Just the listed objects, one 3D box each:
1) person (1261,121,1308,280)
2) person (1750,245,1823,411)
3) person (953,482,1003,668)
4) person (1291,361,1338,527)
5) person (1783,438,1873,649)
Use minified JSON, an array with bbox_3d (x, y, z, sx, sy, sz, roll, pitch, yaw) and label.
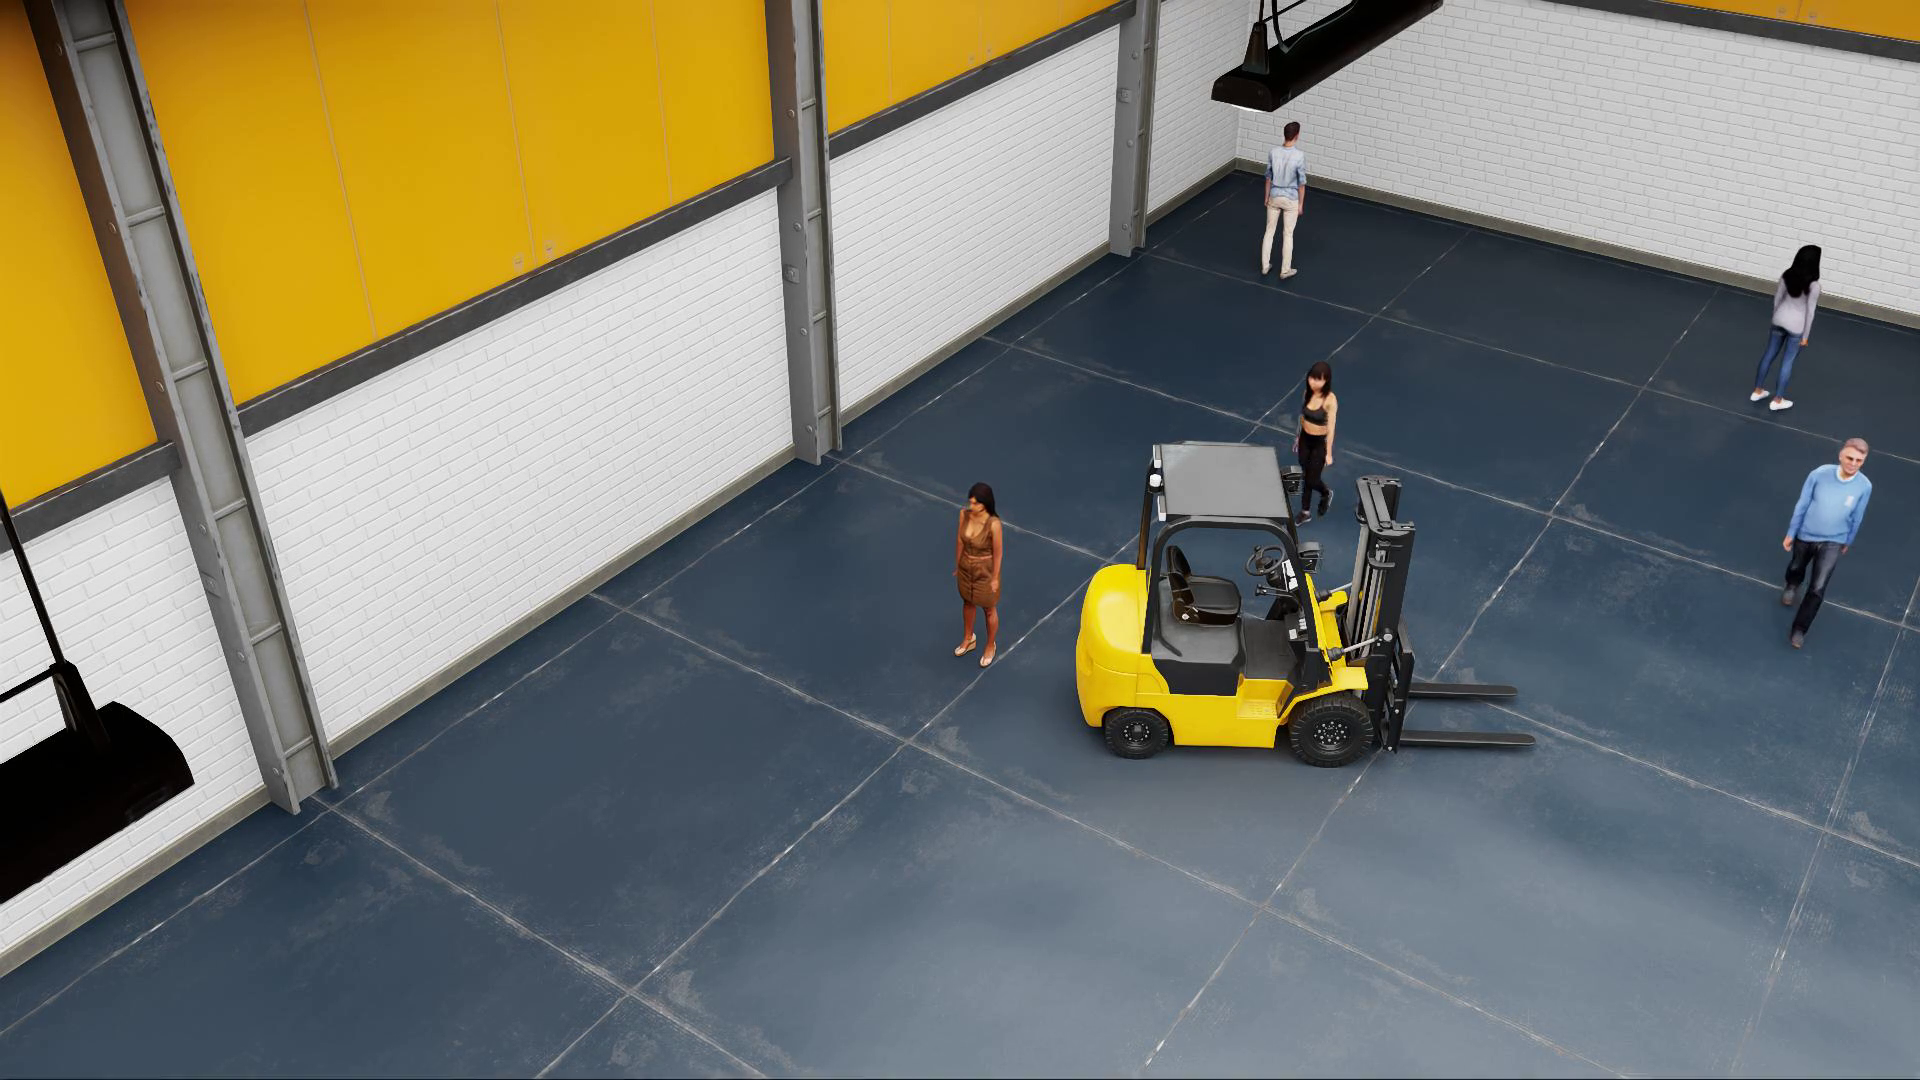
[{"bbox_3d":[3.761,-3.965,19.353,0.650,1.847,0.525,20,39,27],"label":"person"},{"bbox_3d":[8.313,-2.148,16.720,0.686,1.735,0.695,-17,37,-23],"label":"person"},{"bbox_3d":[0.157,0.254,13.152,0.567,1.684,0.512,24,40,31],"label":"person"},{"bbox_3d":[3.233,-0.878,14.898,0.787,1.638,0.684,-24,40,-31],"label":"person"},{"bbox_3d":[7.014,-0.078,13.563,0.699,1.783,1.162,18,38,25],"label":"person"}]
